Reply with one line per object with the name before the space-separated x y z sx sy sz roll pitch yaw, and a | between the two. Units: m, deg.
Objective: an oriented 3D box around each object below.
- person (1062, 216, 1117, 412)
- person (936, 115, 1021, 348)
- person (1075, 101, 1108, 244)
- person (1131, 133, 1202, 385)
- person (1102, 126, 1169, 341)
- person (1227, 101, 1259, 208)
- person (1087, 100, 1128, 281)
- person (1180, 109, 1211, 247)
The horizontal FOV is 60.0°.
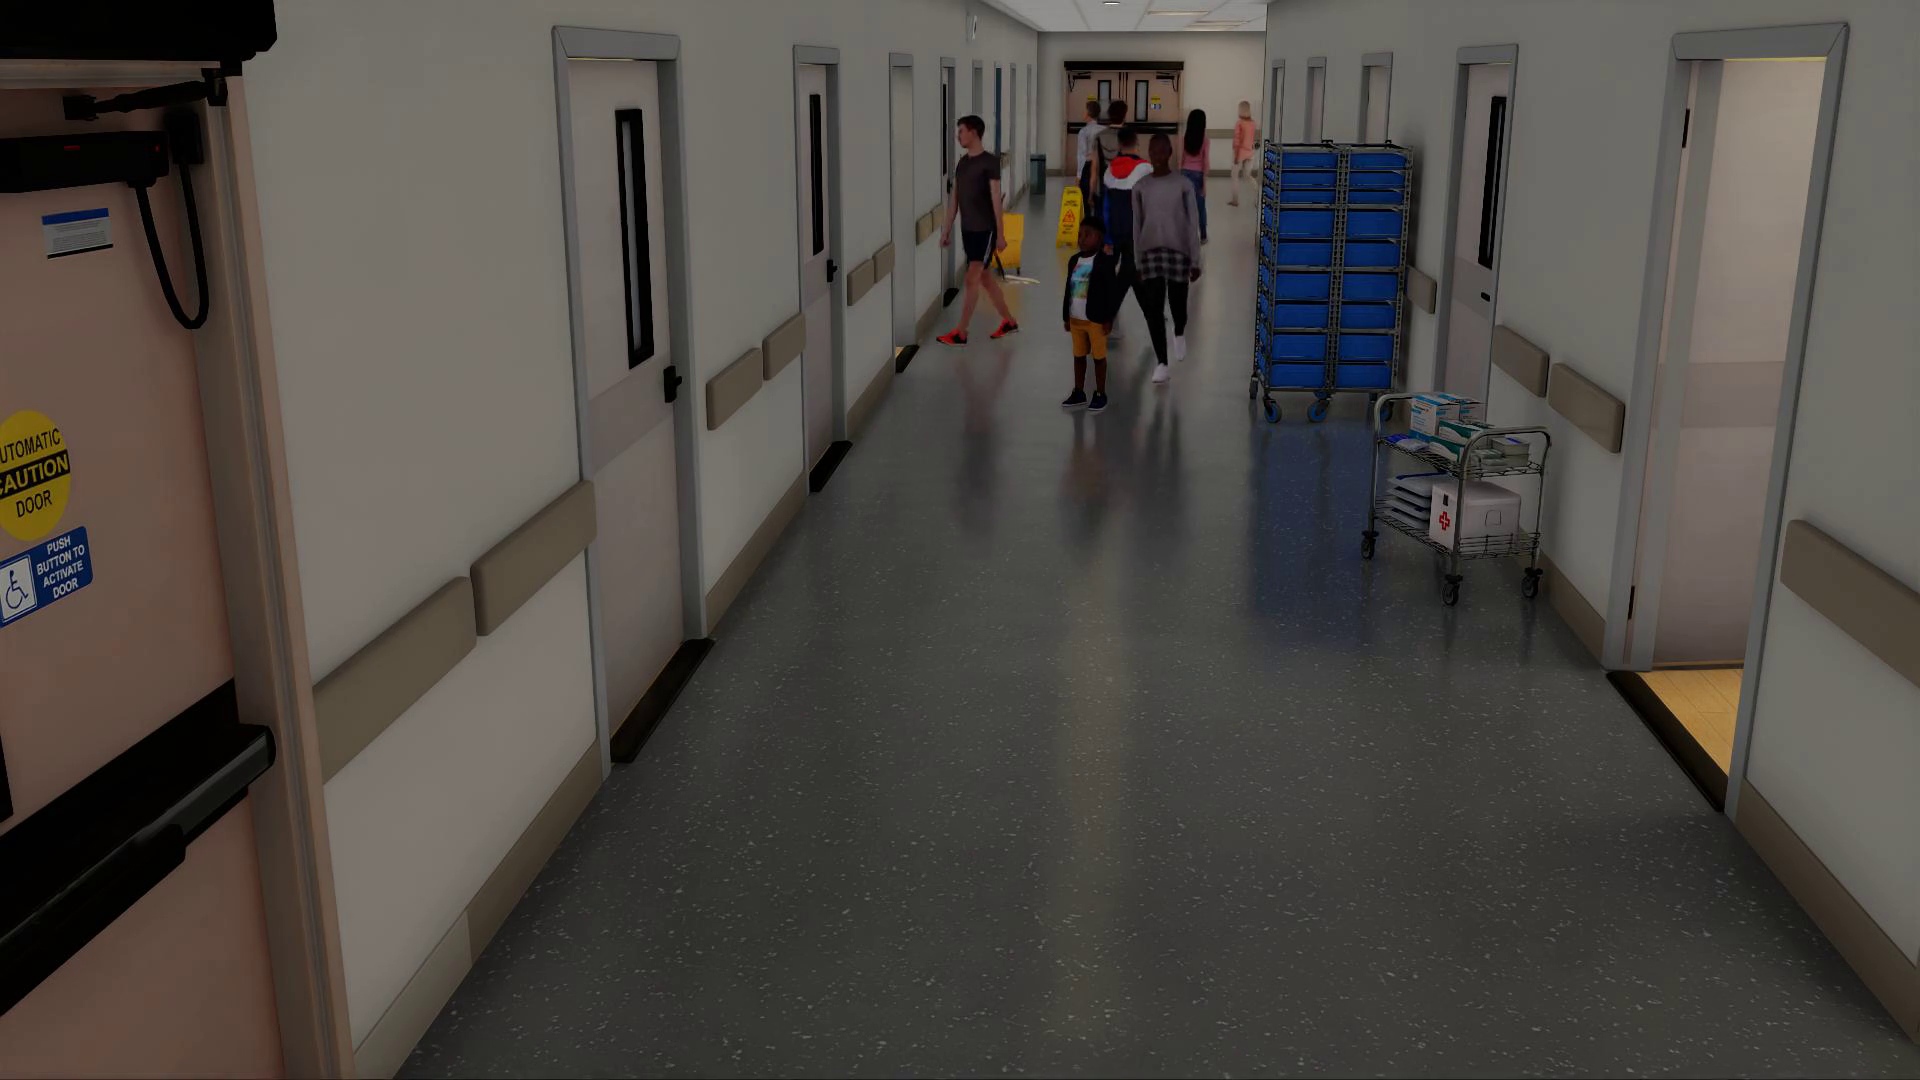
person | 0.866 -1.513 11.058 0.606 1.271 0.643 10 19 32
person | 0.225 -2.472 13.481 1.206 1.801 1.185 -12 20 -37
person | 1.715 -4.793 21.680 0.734 1.820 0.783 -12 19 -36
person | 1.496 -2.022 11.975 0.796 1.754 1.052 3 16 11
person | 1.333 -2.456 13.608 1.246 1.702 1.138 -14 21 -40
person | 4.693 -6.295 27.226 0.977 1.702 1.082 -11 19 -34
person | 1.587 -3.651 17.516 0.721 1.882 0.673 4 16 14
person | 2.838 -4.421 20.563 0.856 1.709 1.147 7 17 24
